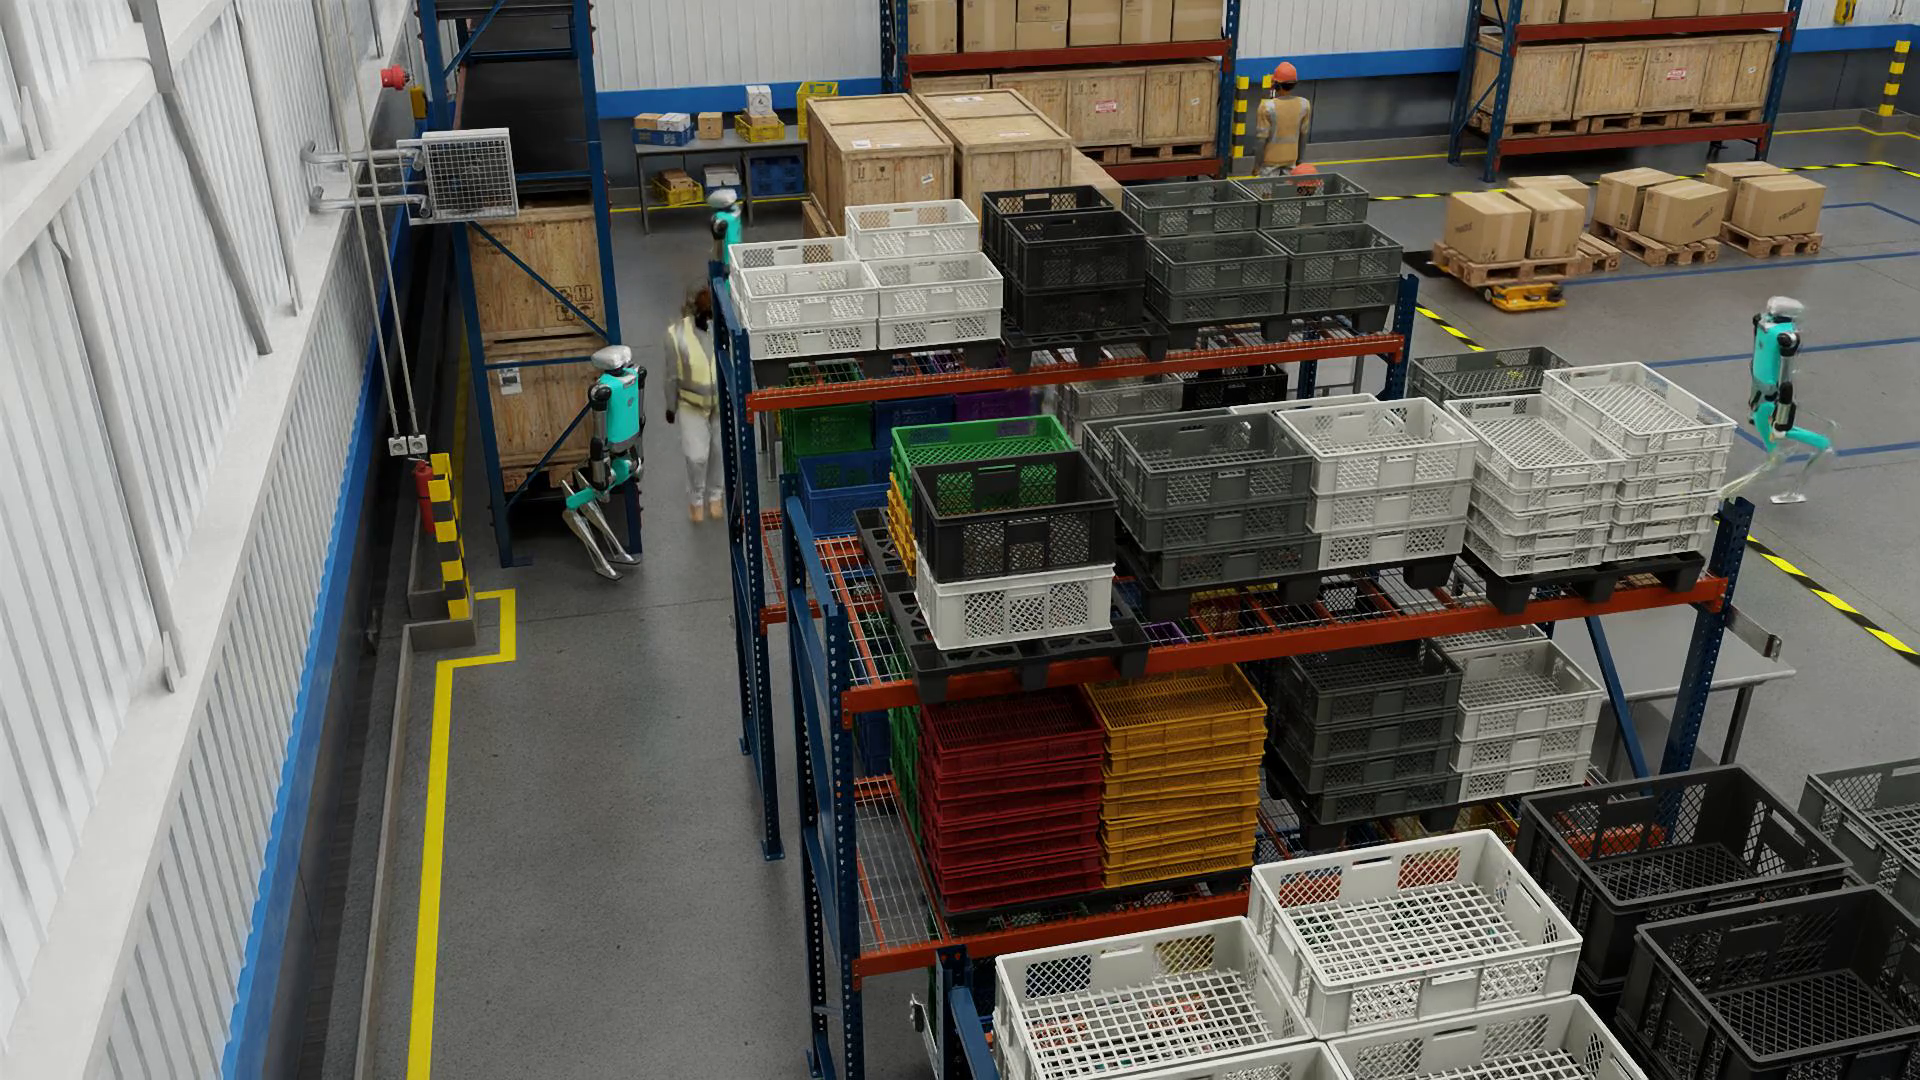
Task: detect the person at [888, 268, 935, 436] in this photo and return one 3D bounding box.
[{"bbox_3d":[-0.388,-1.320,12.788,0.391,1.913,0.587,7,29,13],"label":"person"}]

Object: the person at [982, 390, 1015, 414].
[{"bbox_3d":[0.222,-0.254,10.949,0.735,1.737,0.528,-1,28,-2],"label":"person"}]

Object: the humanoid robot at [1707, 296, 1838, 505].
[{"bbox_3d":[6.118,-0.960,12.287,1.026,1.730,0.537,0,28,-1],"label":"humanoid robot"}]

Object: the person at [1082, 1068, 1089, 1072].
[{"bbox_3d":[0.363,2.491,5.610,0.506,1.865,0.329,-8,29,-15],"label":"person"}]

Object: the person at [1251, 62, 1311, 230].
[{"bbox_3d":[3.435,-4.119,17.956,0.606,2.048,0.366,-9,29,-16],"label":"person"}]

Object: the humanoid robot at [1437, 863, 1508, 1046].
[{"bbox_3d":[2.382,1.962,6.793,0.971,1.789,0.590,-14,31,-25],"label":"humanoid robot"}]

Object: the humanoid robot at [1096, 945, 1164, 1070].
[{"bbox_3d":[0.801,2.285,6.235,0.701,1.882,0.547,-4,28,-8],"label":"humanoid robot"}]

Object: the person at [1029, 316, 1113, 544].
[{"bbox_3d":[0.783,-0.778,11.622,0.613,2.041,0.384,10,29,18],"label":"person"}]

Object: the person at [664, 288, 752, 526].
[{"bbox_3d":[-1.823,-0.969,12.220,0.639,1.816,0.543,-9,29,-17],"label":"person"}]

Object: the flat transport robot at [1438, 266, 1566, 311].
[{"bbox_3d":[5.576,-2.702,17.142,0.652,0.197,1.431,-6,28,-12],"label":"flat transport robot"}]

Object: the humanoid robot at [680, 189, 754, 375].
[{"bbox_3d":[-2.192,-2.254,14.742,1.029,1.737,0.557,6,28,11],"label":"humanoid robot"}]

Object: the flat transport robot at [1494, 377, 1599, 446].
[{"bbox_3d":[4.780,-1.036,14.013,0.659,0.231,1.431,-6,28,-12],"label":"flat transport robot"}]

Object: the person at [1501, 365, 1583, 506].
[{"bbox_3d":[3.884,-0.303,10.983,0.945,1.788,0.555,20,34,33],"label":"person"}]

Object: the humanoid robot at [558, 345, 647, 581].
[{"bbox_3d":[-2.493,-0.561,11.392,0.735,1.677,0.533,13,30,23],"label":"humanoid robot"}]

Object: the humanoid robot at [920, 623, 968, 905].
[{"bbox_3d":[-0.039,1.136,8.374,0.343,1.645,0.610,-1,28,-2],"label":"humanoid robot"}]

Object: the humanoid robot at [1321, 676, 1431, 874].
[{"bbox_3d":[2.140,1.102,8.499,0.707,1.656,0.593,-2,28,-4],"label":"humanoid robot"}]

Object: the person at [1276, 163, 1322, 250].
[{"bbox_3d":[2.973,-2.387,14.787,0.353,1.937,0.543,-8,29,-15],"label":"person"}]
